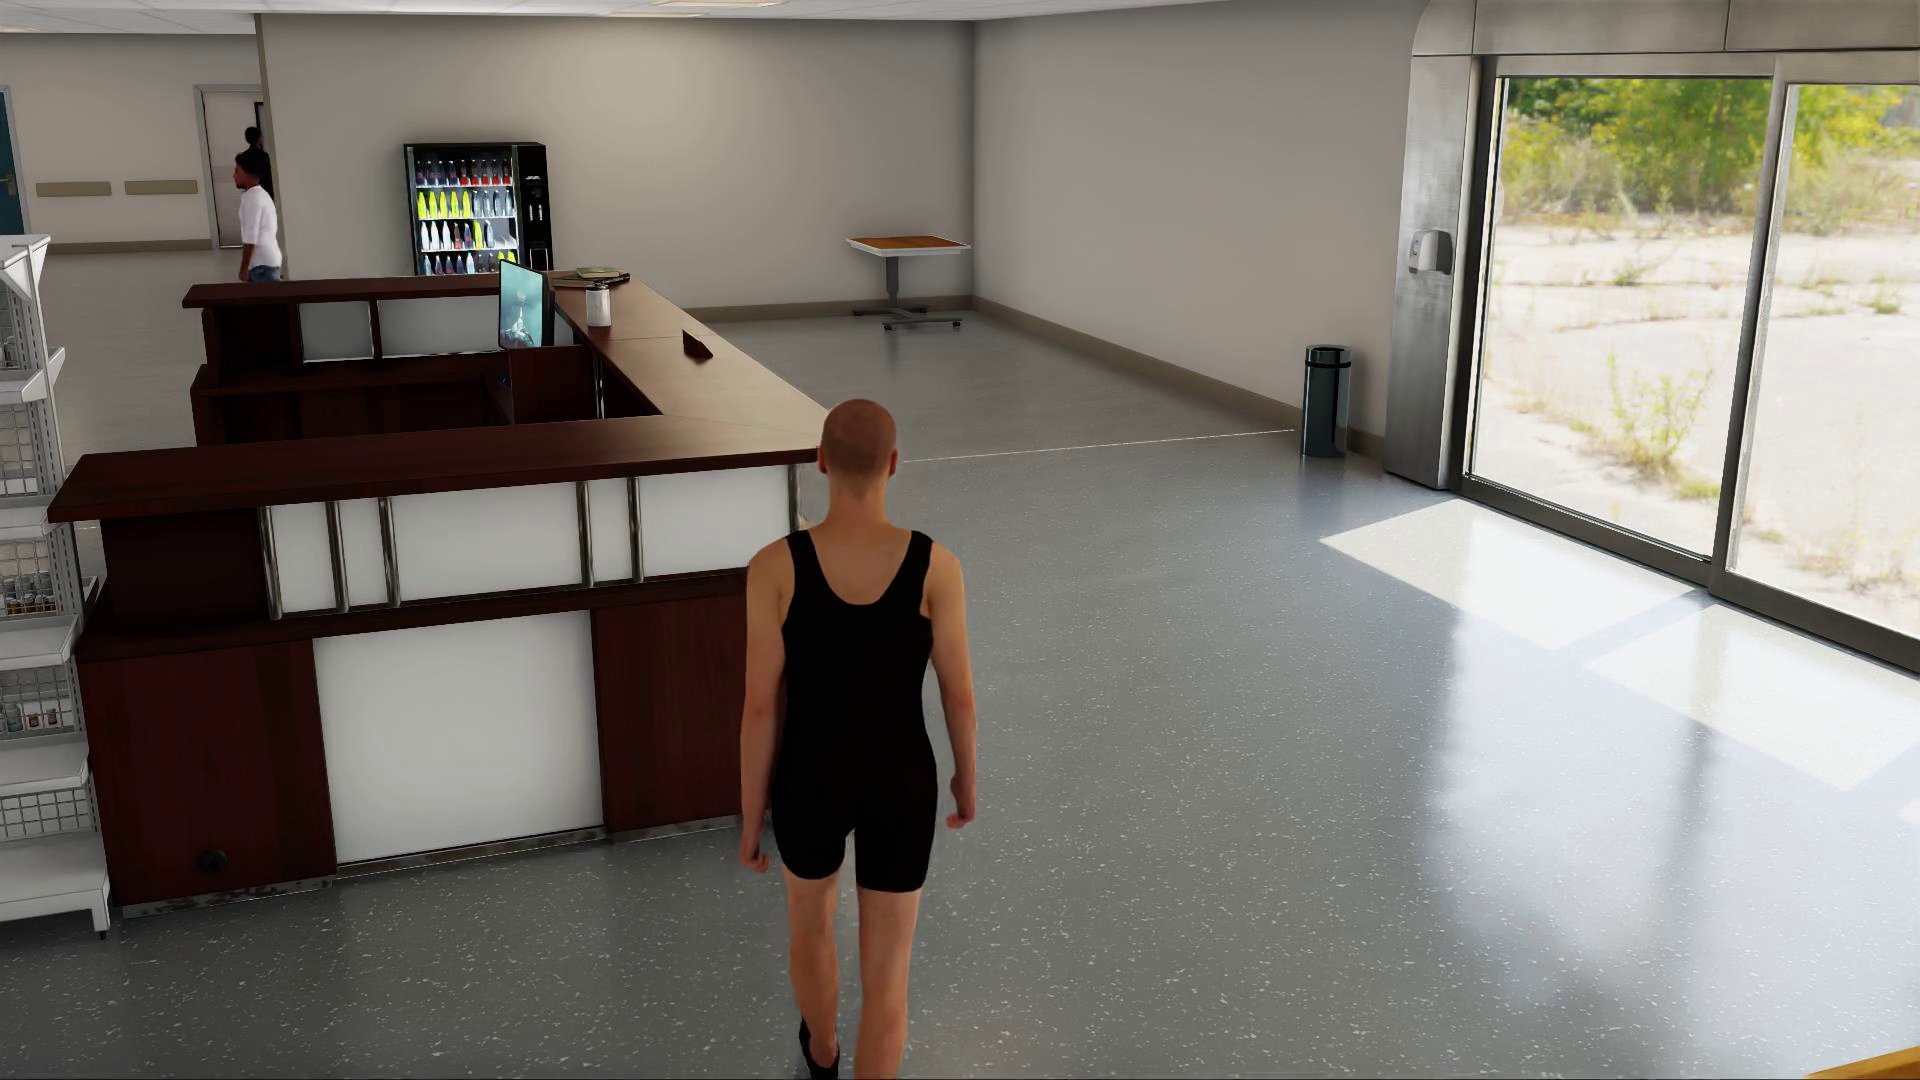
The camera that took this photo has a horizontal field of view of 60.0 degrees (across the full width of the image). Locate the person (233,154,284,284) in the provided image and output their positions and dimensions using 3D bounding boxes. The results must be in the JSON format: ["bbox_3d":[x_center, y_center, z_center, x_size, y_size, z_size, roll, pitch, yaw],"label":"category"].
[{"bbox_3d":[-5.950,-2.398,14.394,1.160,1.770,0.748,-4,16,-13],"label":"person"}]

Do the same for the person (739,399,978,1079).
[{"bbox_3d":[-0.232,0.611,3.672,0.913,1.797,0.905,-1,16,-4],"label":"person"}]

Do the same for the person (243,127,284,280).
[{"bbox_3d":[-8.576,-4.132,20.425,0.678,1.836,0.736,7,17,24],"label":"person"}]
